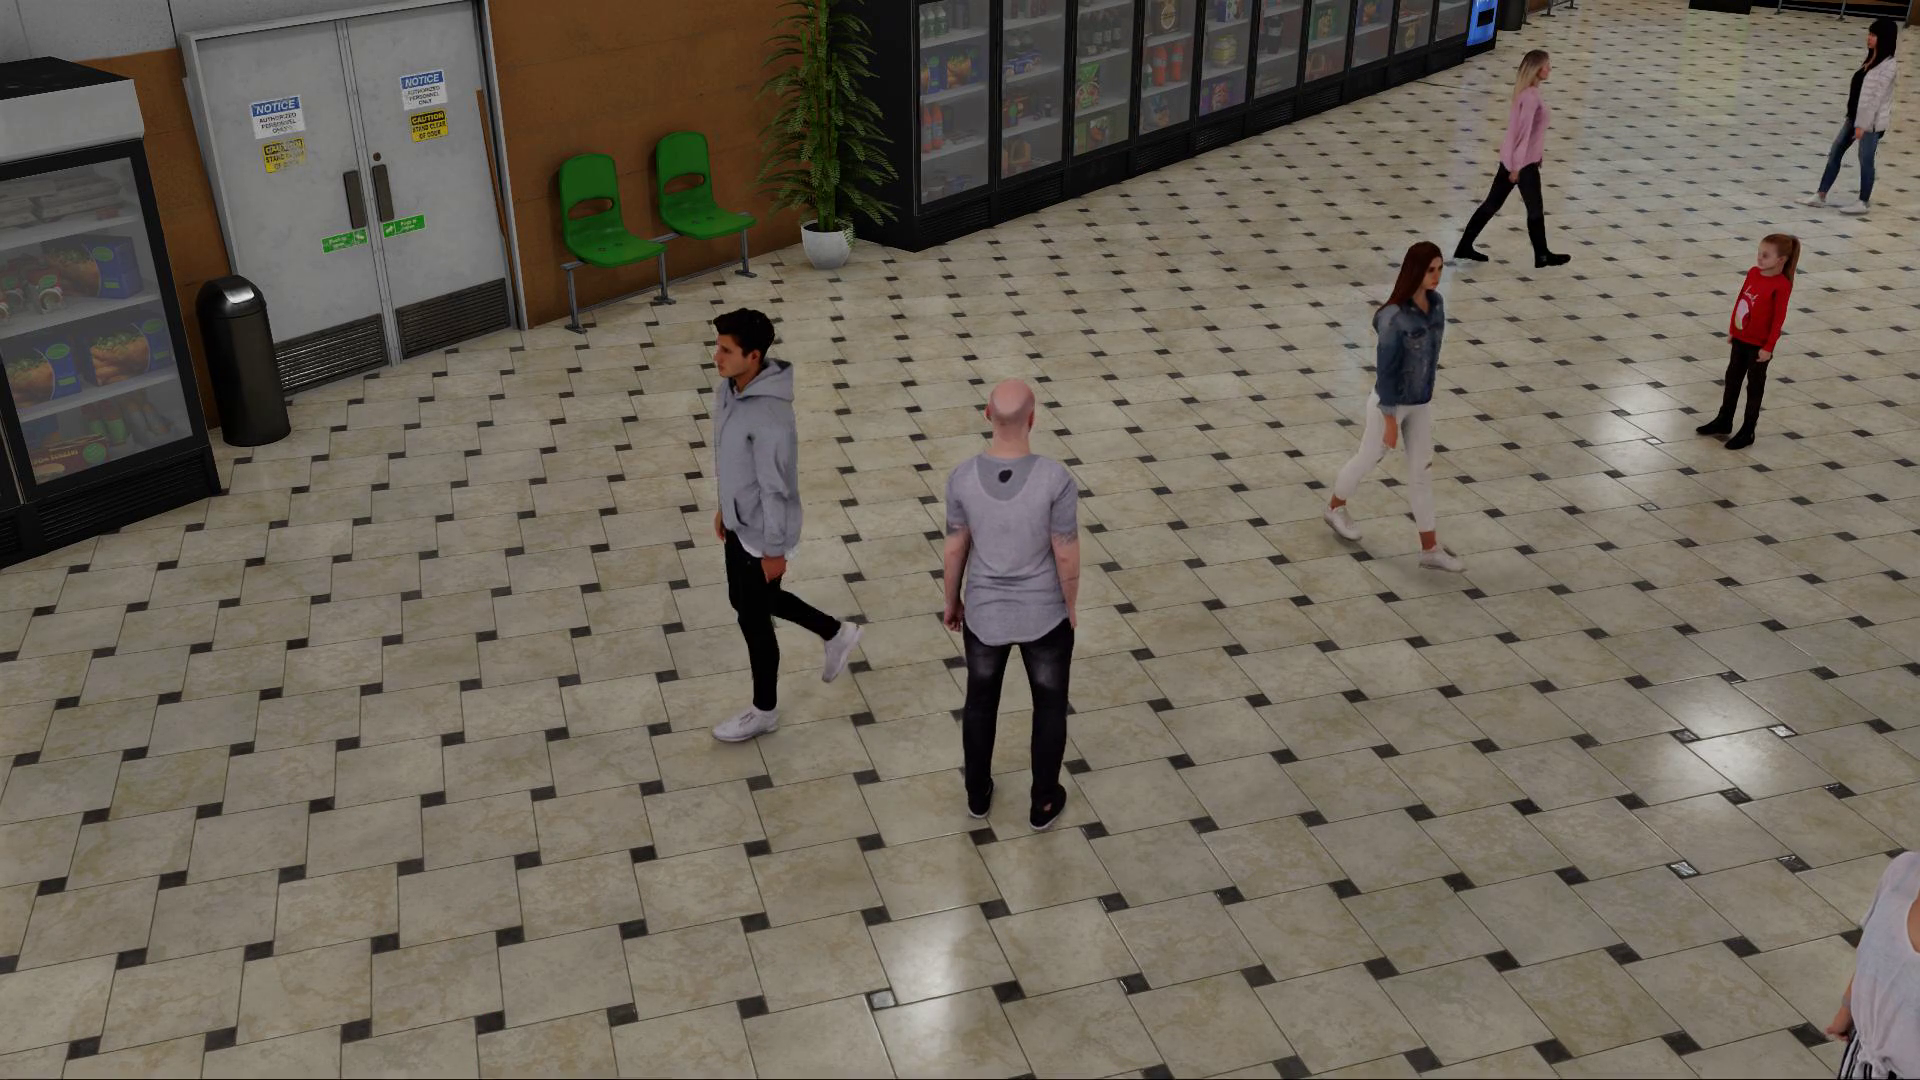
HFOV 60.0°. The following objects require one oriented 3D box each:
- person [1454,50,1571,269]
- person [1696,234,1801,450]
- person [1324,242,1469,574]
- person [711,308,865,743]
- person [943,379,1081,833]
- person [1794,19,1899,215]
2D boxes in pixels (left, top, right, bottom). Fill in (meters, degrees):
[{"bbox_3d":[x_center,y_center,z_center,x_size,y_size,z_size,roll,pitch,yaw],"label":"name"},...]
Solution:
[{"bbox_3d":[4.180,-2.879,12.721,1.172,1.644,0.985,4,27,7],"label":"person"},{"bbox_3d":[4.668,-1.181,9.774,0.637,1.281,0.554,-10,28,-18],"label":"person"},{"bbox_3d":[2.140,-0.680,8.375,0.835,1.655,1.187,-17,32,-30],"label":"person"},{"bbox_3d":[-0.745,-0.073,6.896,0.997,1.909,1.058,-13,30,-24],"label":"person"},{"bbox_3d":[0.204,0.275,6.299,0.677,1.827,0.820,7,28,13],"label":"person"},{"bbox_3d":[7.751,-3.552,14.078,0.957,1.618,0.896,-2,27,-5],"label":"person"}]
